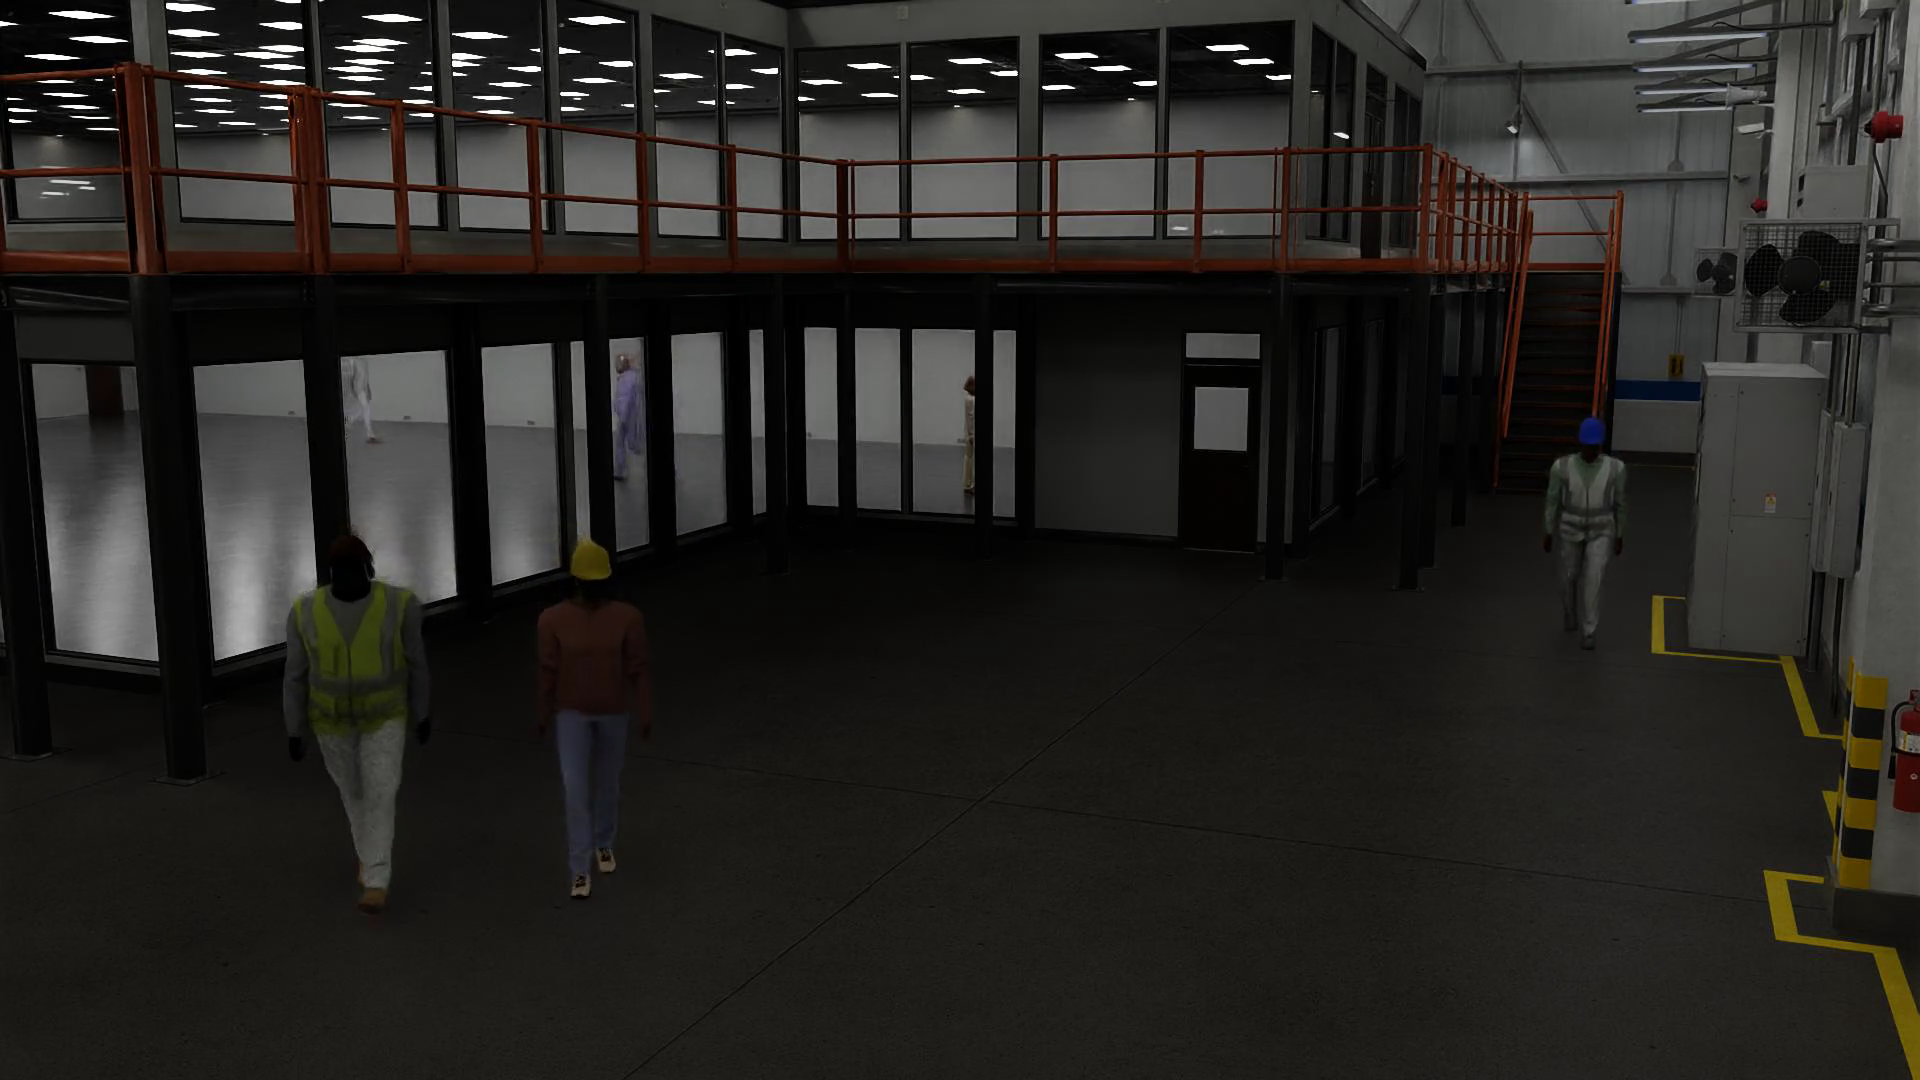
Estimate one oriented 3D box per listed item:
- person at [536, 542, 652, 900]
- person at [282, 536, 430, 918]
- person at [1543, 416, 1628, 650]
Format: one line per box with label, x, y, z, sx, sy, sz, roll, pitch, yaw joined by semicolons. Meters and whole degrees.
person;-1.786;0.877;8.179;0.545;1.726;0.846;-3;10;-18
person;-2.901;0.879;7.976;0.653;1.792;0.970;-2;9;-9
person;5.143;-0.094;13.688;0.634;1.908;0.822;4;10;22
